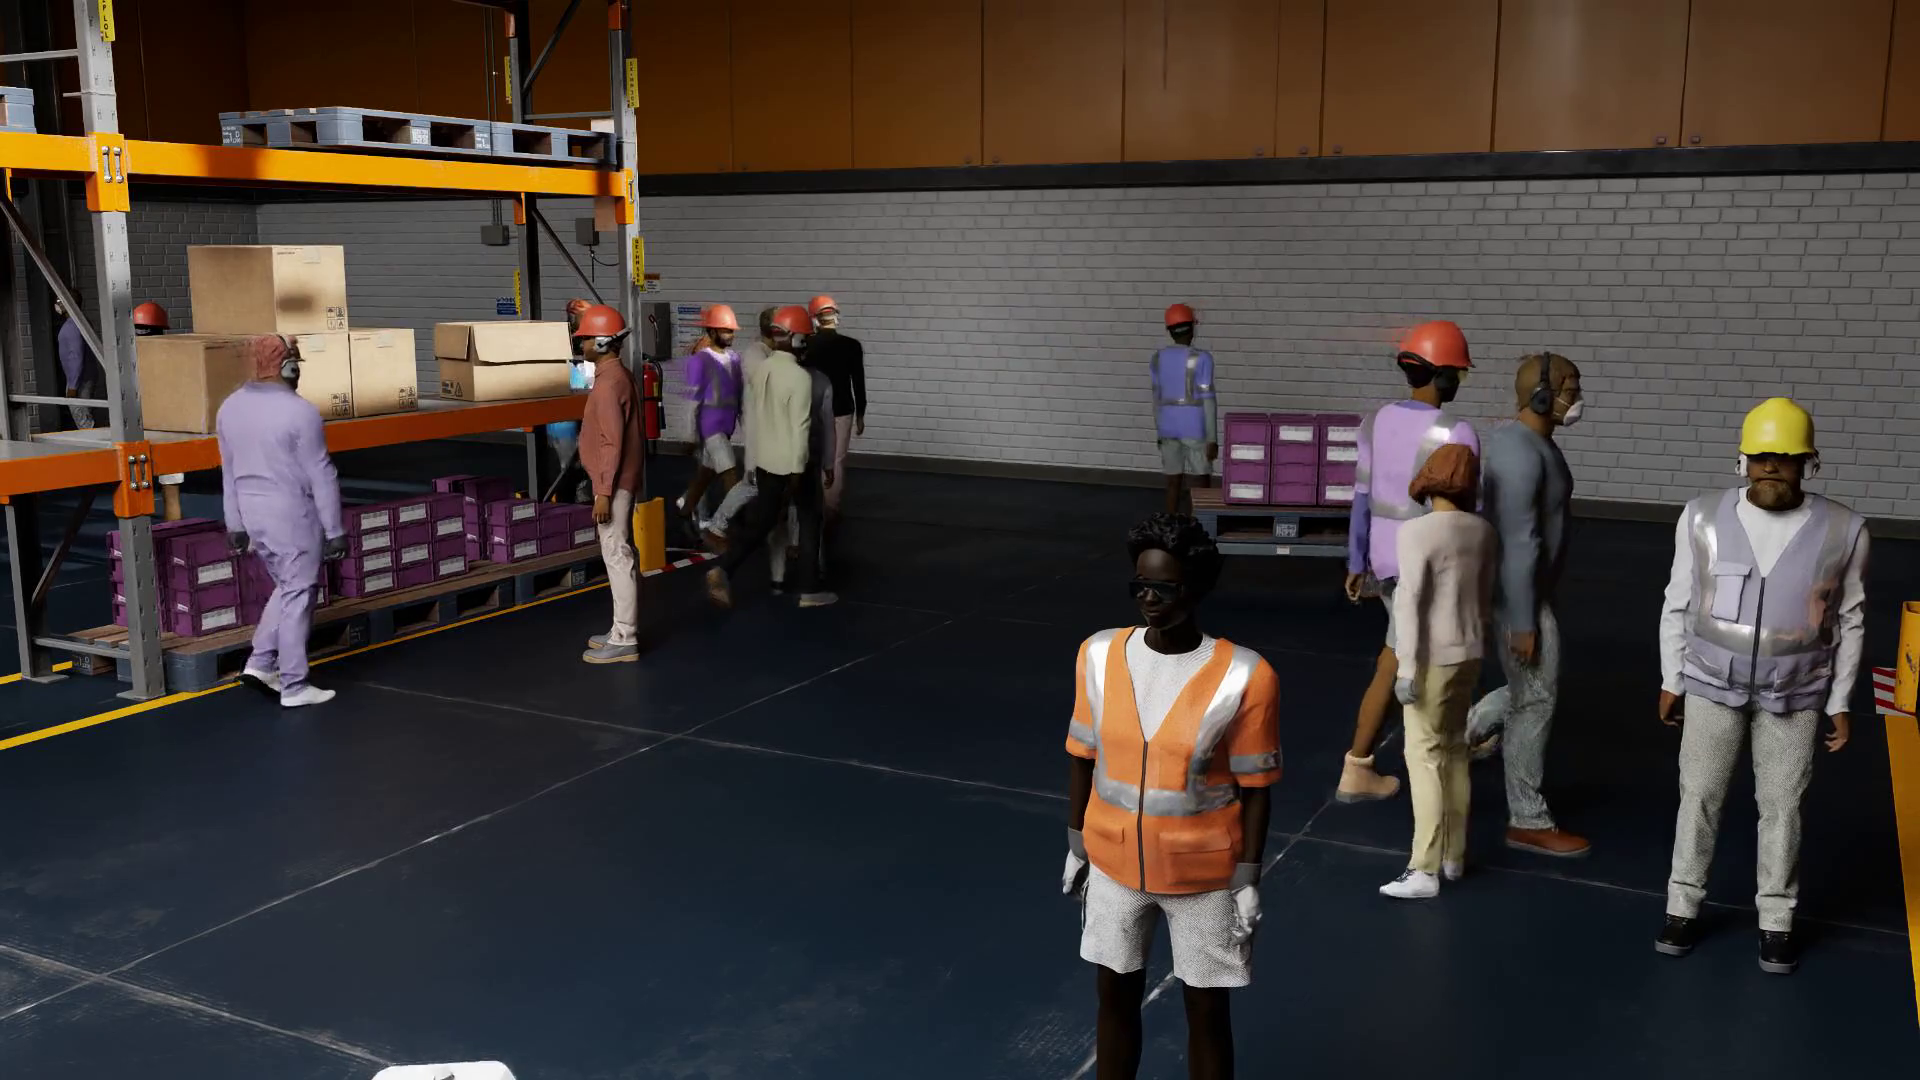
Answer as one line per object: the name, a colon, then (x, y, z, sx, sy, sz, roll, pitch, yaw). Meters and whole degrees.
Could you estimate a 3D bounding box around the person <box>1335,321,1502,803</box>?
person: (2.002, 0.094, 6.956, 1.018, 1.992, 0.629, -5, 11, -26)

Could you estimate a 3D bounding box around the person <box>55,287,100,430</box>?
person: (-8.931, -1.584, 16.844, 0.372, 1.940, 0.631, -4, 10, -20)

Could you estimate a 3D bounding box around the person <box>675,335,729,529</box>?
person: (-2.099, -0.879, 13.659, 0.397, 1.618, 0.524, 1, 10, 5)

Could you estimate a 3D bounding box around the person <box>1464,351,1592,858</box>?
person: (2.105, 0.238, 6.343, 0.635, 1.923, 0.641, 5, 11, 25)

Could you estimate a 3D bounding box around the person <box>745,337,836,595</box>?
person: (-1.125, -0.542, 11.117, 0.600, 1.830, 0.404, -1, 10, -7)

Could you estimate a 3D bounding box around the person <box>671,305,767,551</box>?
person: (-1.885, -0.872, 12.884, 0.998, 1.896, 0.548, 4, 11, 22)

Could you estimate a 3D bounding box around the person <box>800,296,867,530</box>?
person: (-1.103, -1.058, 13.854, 0.644, 1.930, 0.995, 1, 10, 3)

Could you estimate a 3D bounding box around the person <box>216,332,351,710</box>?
person: (-3.342, -0.087, 8.304, 0.657, 1.890, 0.433, 5, 11, 29)

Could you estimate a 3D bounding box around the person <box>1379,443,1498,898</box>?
person: (1.685, 0.462, 5.984, 0.656, 1.596, 0.372, -8, 13, -38)

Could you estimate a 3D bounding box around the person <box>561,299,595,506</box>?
person: (-3.304, -1.142, 14.466, 0.376, 1.884, 0.597, 2, 10, 12)

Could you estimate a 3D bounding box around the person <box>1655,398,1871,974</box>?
person: (2.532, 0.464, 5.304, 0.595, 1.831, 0.403, 5, 11, 27)

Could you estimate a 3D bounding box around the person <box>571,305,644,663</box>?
person: (-1.957, -0.313, 9.320, 0.381, 1.994, 0.614, -1, 10, -5)

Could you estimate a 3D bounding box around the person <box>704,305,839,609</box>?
person: (-1.198, -0.501, 10.553, 0.886, 1.964, 0.616, -9, 13, -43)

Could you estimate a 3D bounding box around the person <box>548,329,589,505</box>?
person: (-3.214, -0.876, 13.499, 0.510, 1.674, 0.565, -6, 11, -31)

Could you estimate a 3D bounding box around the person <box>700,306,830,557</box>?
person: (-1.499, -0.798, 12.432, 0.935, 1.903, 0.619, 3, 10, 16)

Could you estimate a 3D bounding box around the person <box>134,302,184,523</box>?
person: (-5.776, -0.732, 11.942, 0.543, 1.930, 0.380, 0, 10, -2)

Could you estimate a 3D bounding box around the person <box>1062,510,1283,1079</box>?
person: (0.481, 0.769, 3.914, 0.530, 1.697, 0.321, 5, 11, 28)

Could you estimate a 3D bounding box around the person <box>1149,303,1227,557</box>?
person: (1.723, -0.807, 12.475, 0.692, 1.905, 0.348, 10, 14, 44)

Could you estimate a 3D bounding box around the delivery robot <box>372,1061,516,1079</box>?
delivery robot: (-1.150, 1.362, 3.518, 0.477, 0.478, 0.707, -1, 10, -7)
